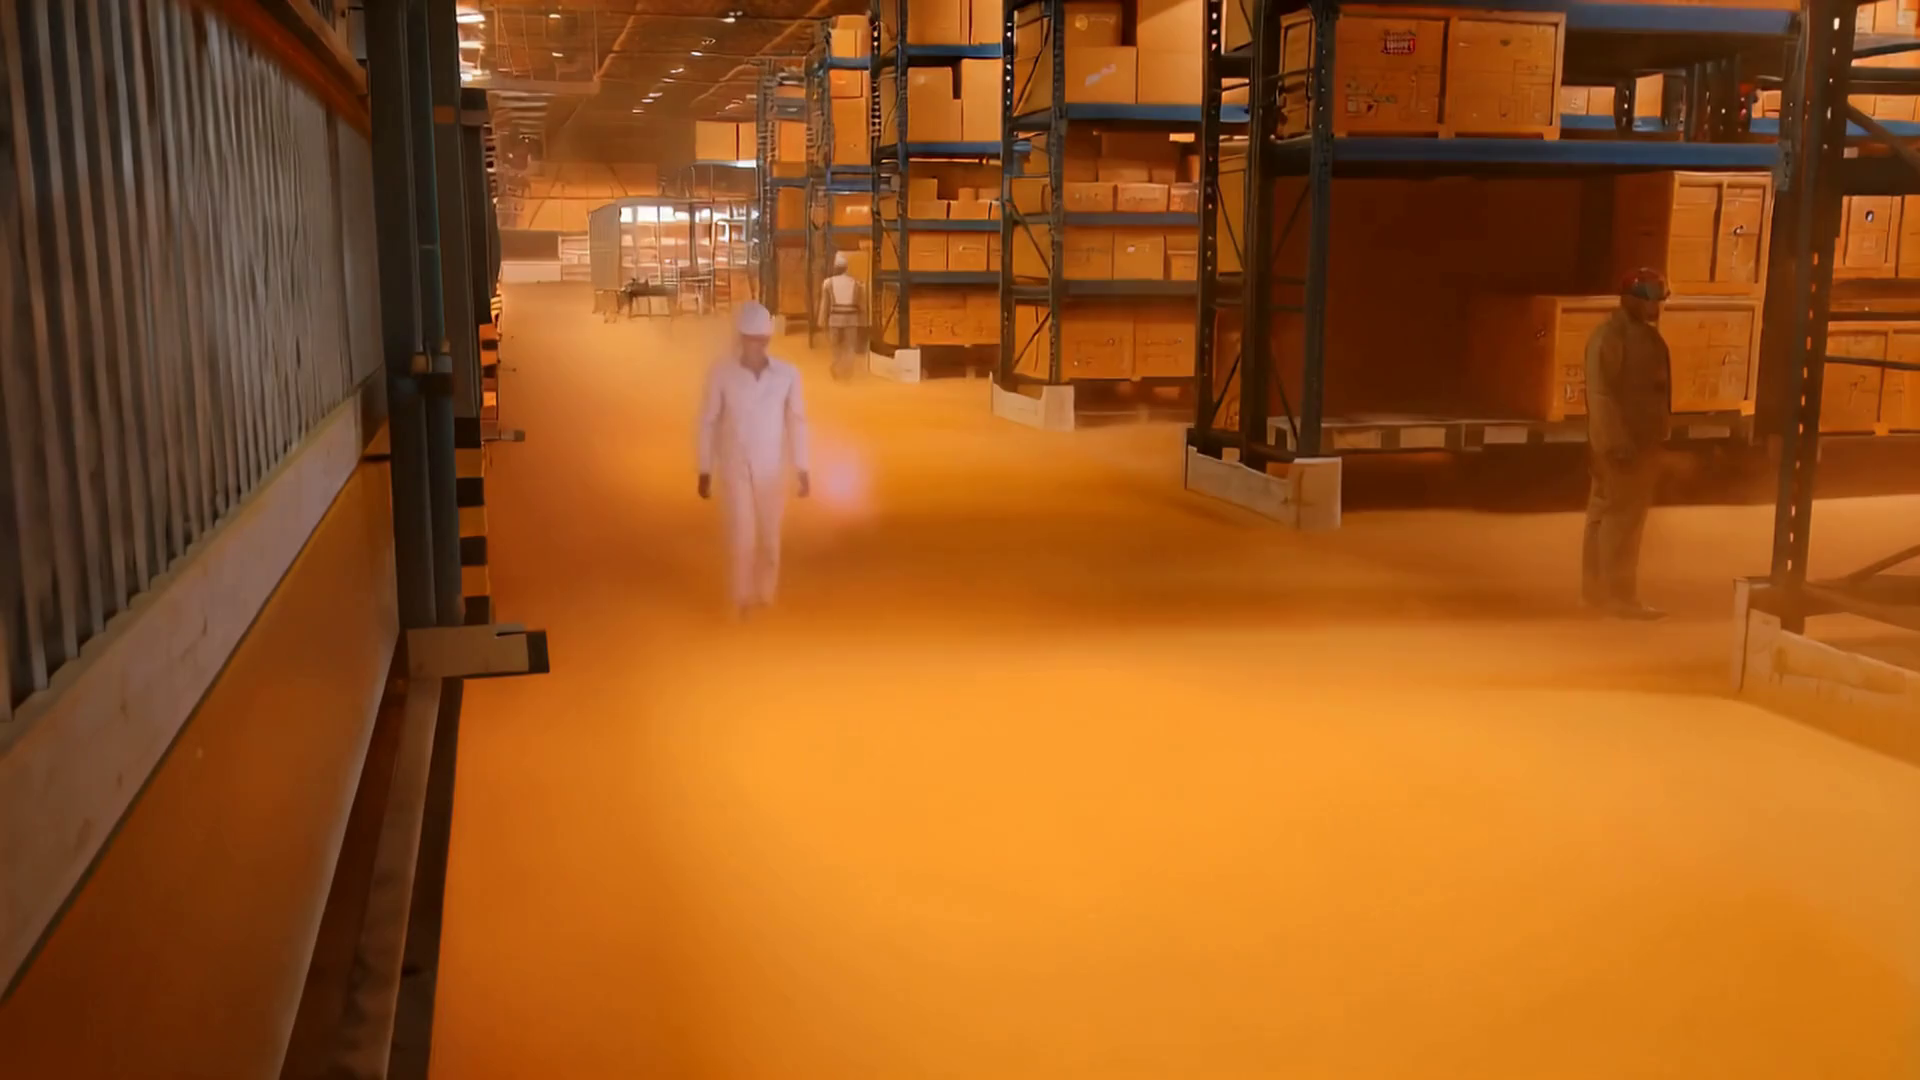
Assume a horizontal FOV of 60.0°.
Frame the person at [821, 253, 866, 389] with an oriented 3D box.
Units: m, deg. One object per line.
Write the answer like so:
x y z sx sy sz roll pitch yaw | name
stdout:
-1.662 -3.117 23.722 0.653 1.925 0.491 -2 10 -10 | person

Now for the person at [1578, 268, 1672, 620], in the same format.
3.670 -0.524 9.099 0.403 1.906 0.651 -2 10 -8 | person

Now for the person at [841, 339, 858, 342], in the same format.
-2.344 -5.100 35.196 0.429 1.841 0.633 2 10 12 | person

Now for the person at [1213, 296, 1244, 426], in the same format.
2.947 -1.807 16.939 0.842 1.689 0.498 -1 10 -5 | person

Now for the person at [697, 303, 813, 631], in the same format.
-1.069 -0.385 8.830 0.605 1.715 0.820 -3 10 -17 | person
